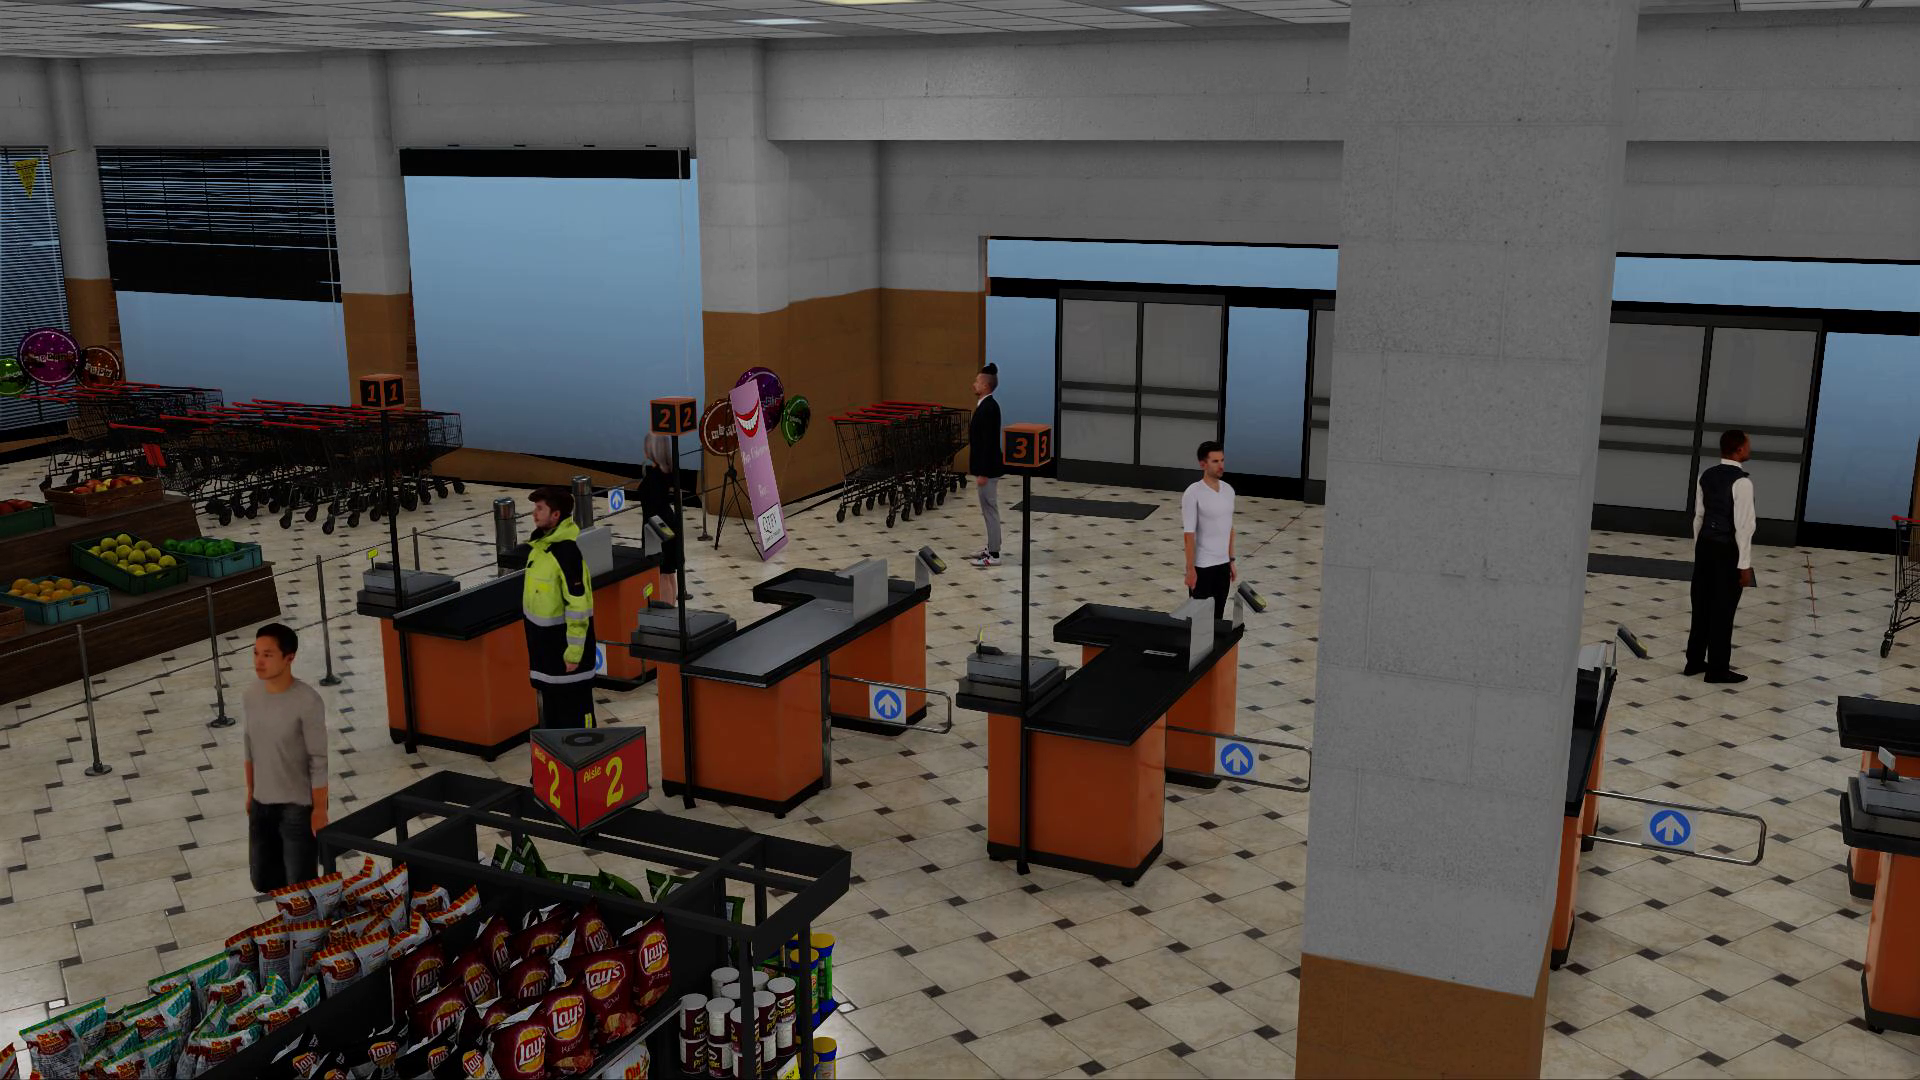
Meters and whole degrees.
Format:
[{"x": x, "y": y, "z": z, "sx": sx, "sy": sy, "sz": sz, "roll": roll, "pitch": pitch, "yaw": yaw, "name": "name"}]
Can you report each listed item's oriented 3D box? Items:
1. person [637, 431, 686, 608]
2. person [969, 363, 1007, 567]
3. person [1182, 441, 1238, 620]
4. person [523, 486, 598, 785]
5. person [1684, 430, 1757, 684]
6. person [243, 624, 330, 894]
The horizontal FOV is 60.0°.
[{"x": -2.444, "y": -0.035, "z": 13.540, "sx": 0.738, "sy": 1.747, "sz": 0.624, "roll": 1, "pitch": 14, "yaw": 3, "name": "person"}, {"x": 0.267, "y": -0.730, "z": 15.975, "sx": 0.850, "sy": 1.949, "sz": 0.683, "roll": 0, "pitch": 14, "yaw": 2, "name": "person"}, {"x": 1.859, "y": 0.171, "z": 12.467, "sx": 0.673, "sy": 1.852, "sz": 0.809, "roll": -10, "pitch": 17, "yaw": -37, "name": "person"}, {"x": -2.468, "y": 0.689, "z": 10.332, "sx": 0.848, "sy": 1.850, "sz": 0.869, "roll": -10, "pitch": 17, "yaw": -35, "name": "person"}, {"x": 5.746, "y": 0.114, "z": 12.561, "sx": 0.833, "sy": 1.919, "sz": 0.764, "roll": -4, "pitch": 14, "yaw": -17, "name": "person"}, {"x": -3.212, "y": 1.249, "z": 8.122, "sx": 0.674, "sy": 1.804, "sz": 0.757, "roll": 6, "pitch": 15, "yaw": 23, "name": "person"}]
